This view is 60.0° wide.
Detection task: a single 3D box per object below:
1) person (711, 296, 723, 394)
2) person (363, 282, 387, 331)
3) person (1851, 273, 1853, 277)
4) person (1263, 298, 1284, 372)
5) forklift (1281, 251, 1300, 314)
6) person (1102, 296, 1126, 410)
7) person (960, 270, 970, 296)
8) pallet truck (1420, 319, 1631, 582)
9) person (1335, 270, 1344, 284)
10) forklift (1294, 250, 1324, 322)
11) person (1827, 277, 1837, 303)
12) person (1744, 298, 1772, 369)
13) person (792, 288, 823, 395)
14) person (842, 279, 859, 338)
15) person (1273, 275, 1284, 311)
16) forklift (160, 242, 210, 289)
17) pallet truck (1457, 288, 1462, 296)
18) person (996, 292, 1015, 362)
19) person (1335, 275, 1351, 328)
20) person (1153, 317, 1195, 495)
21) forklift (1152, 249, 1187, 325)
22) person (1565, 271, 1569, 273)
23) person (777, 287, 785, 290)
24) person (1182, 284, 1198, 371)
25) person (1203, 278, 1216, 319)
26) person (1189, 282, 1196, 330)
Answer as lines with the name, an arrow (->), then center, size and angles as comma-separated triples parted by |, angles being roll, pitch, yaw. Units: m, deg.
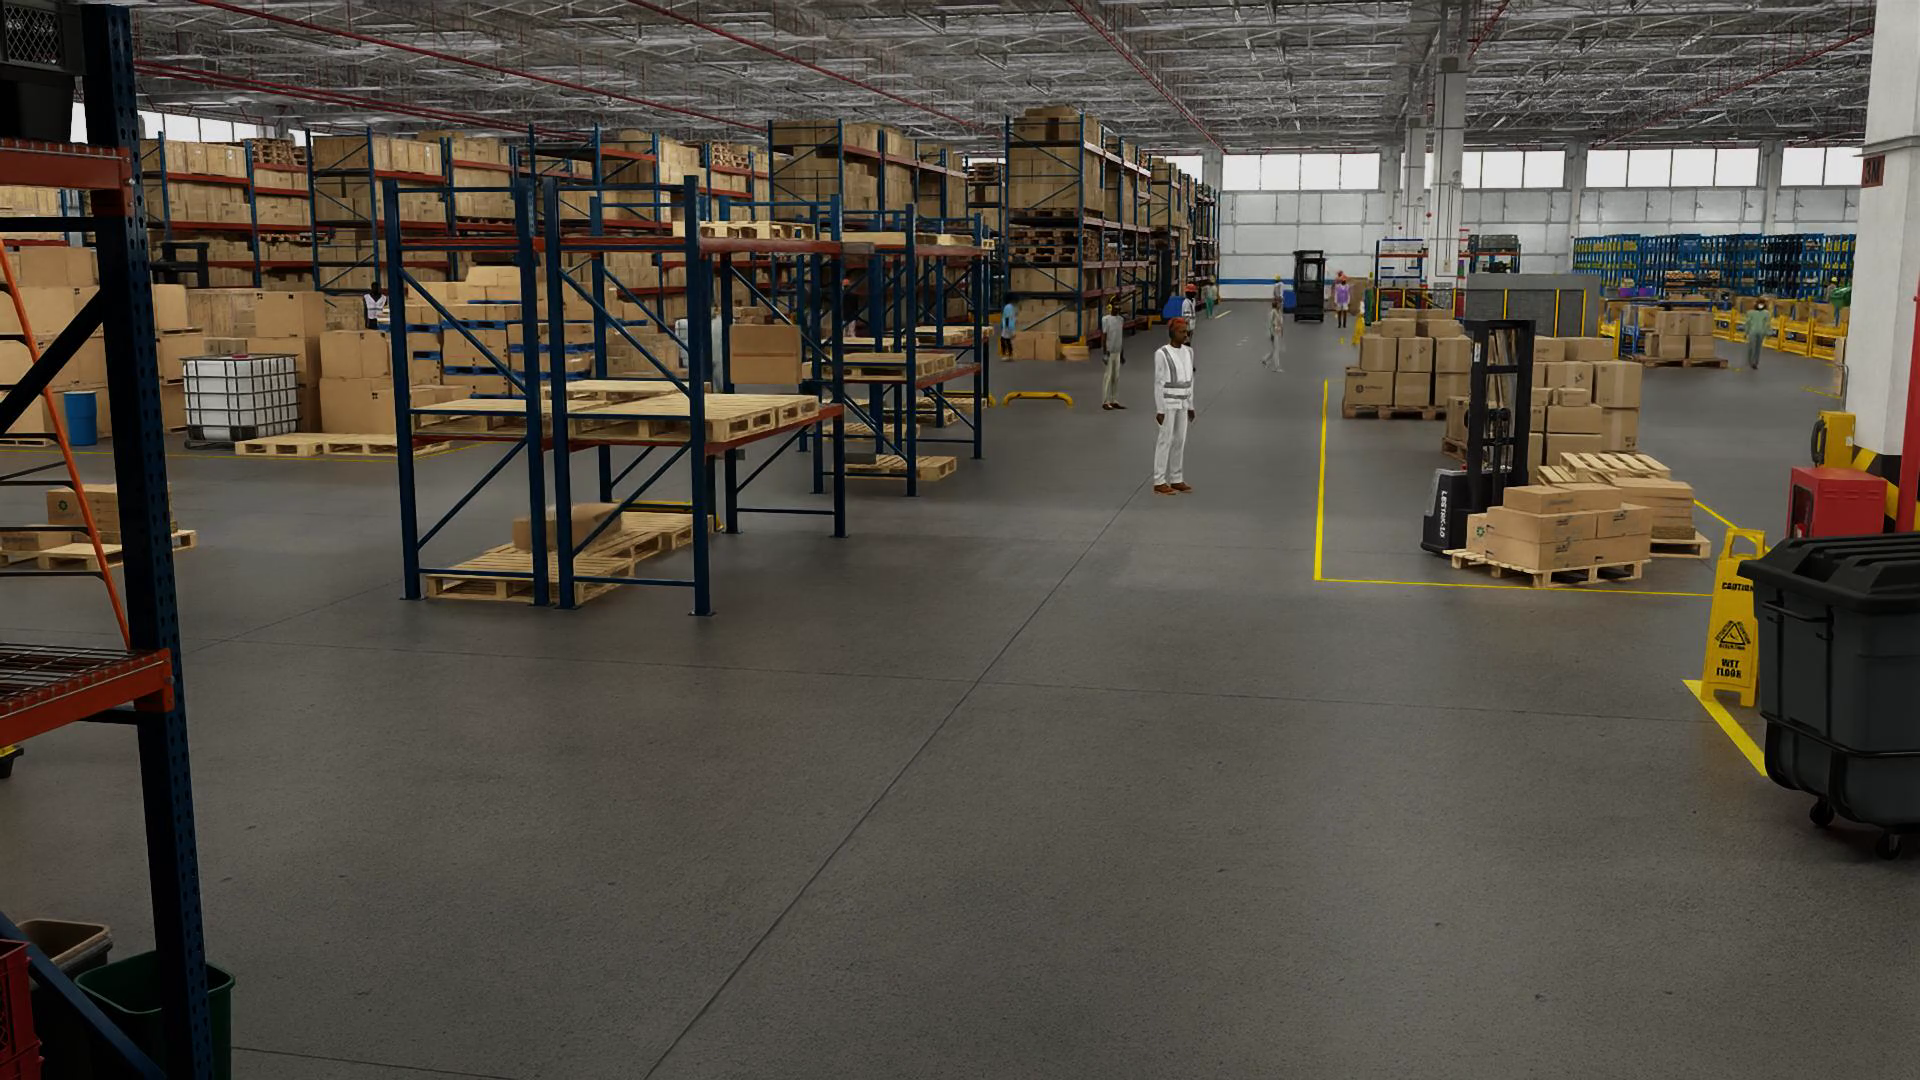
person -> -3.640, -2.601, 24.400 | 0.635, 1.937, 0.356 | -5, 11, -27
person -> -14.643, -5.512, 41.724 | 0.587, 1.911, 0.397 | -5, 11, -27
person -> 42.838, -11.934, 80.083 | 0.912, 1.794, 0.592 | 7, 12, 37
person -> 6.914, -4.497, 36.511 | 0.467, 1.625, 0.537 | 6, 12, 33
forklift -> 14.979, -11.438, 73.940 | 1.873, 2.768, 1.129 | 2, 10, 12
person -> 2.540, -3.073, 27.392 | 0.324, 1.871, 0.526 | 9, 13, 42
person -> 0.250, -12.540, 83.257 | 0.551, 1.933, 0.366 | -2, 10, -14
pallet truck -> 4.543, -0.757, 13.299 | 0.823, 1.965, 1.885 | -4, 10, -22
person -> 17.893, -11.780, 78.660 | 0.610, 1.975, 0.626 | -3, 10, -18
forklift -> 13.778, -10.002, 65.433 | 1.129, 2.768, 1.873 | 2, 10, 12
person -> 34.473, -9.499, 65.752 | 0.331, 1.768, 0.527 | -1, 10, -3
person -> 17.869, -4.602, 37.212 | 0.518, 1.601, 0.758 | 2, 10, 13
person -> -2.650, -3.325, 28.379 | 0.548, 2.000, 0.756 | -8, 12, -39
person -> -2.828, -5.527, 41.605 | 0.607, 1.984, 0.410 | -3, 10, -16
person -> 13.421, -10.285, 70.213 | 0.404, 1.830, 0.598 | -4, 10, -22
forklift -> -16.063, -4.810, 34.690 | 1.129, 2.768, 1.873 | 2, 10, 12
pallet truck -> 20.506, -9.785, 68.819 | 0.653, 1.274, 1.630 | 2, 10, 12
person -> 1.107, -5.141, 40.199 | 0.445, 1.678, 0.553 | 3, 10, 16
person -> 13.781, -8.575, 59.929 | 0.556, 1.885, 0.993 | 2, 10, 13
person -> 2.257, -1.409, 17.534 | 0.568, 1.878, 0.351 | -9, 13, -44
forklift -> 7.646, -9.320, 61.395 | 1.873, 2.768, 1.129 | 2, 10, 11
person -> 28.296, -11.602, 77.724 | 0.611, 1.928, 0.524 | -1, 10, -5
person -> -7.409, -9.895, 68.583 | 0.507, 1.605, 0.795 | 3, 10, 15
person -> 5.080, -4.700, 36.828 | 0.361, 1.938, 0.545 | 2, 10, 11
person -> 10.417, -10.081, 69.361 | 0.554, 1.716, 0.867 | 2, 10, 12
person -> 8.126, -8.233, 58.453 | 0.320, 1.697, 0.531 | 2, 10, 9
